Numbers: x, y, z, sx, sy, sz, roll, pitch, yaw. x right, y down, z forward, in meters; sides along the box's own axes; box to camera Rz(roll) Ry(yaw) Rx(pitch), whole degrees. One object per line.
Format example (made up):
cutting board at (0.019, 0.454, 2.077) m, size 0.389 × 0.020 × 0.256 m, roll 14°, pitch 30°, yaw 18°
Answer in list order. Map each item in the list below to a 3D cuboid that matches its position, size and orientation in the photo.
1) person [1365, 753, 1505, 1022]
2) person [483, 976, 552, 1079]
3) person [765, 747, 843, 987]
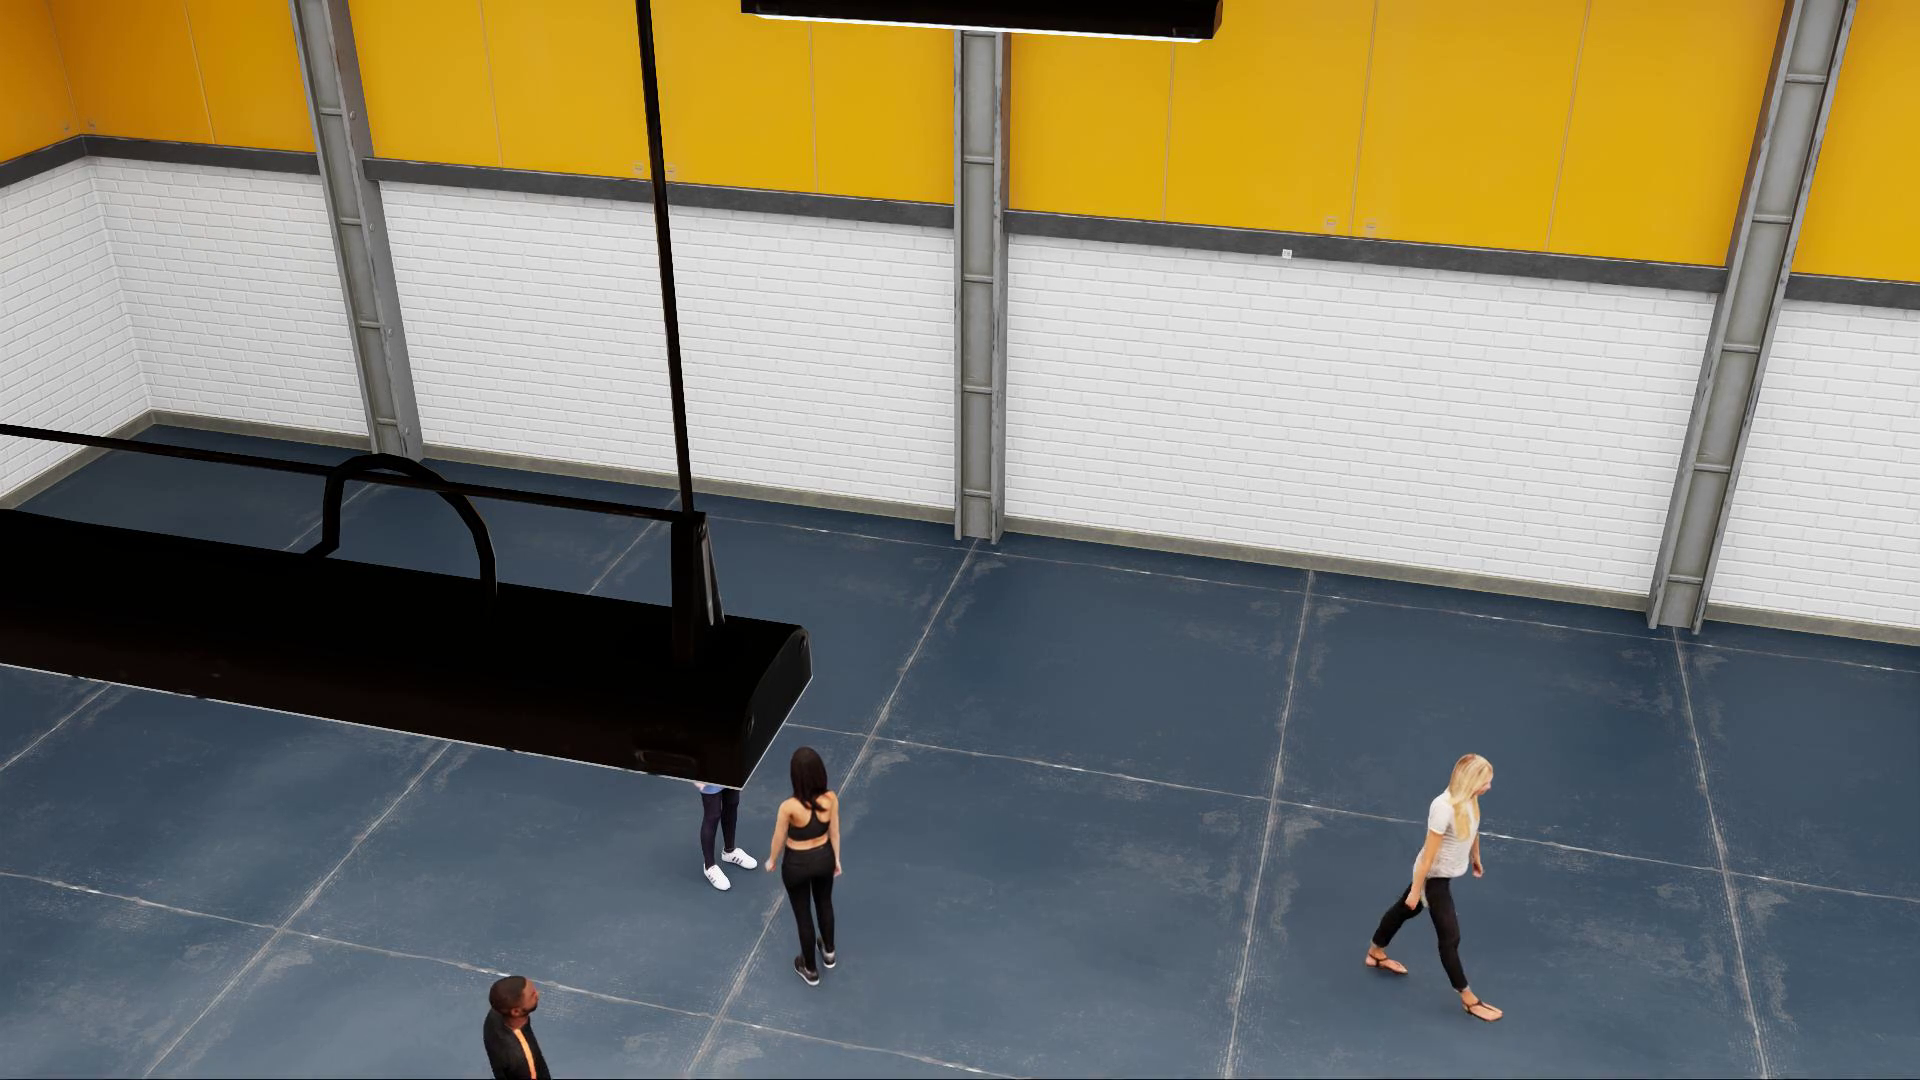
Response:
person at (2.709, 1.951, 9.774) m, size 1.196 × 1.779 × 0.917 m, roll 14°, pitch 32°, yaw 25°
person at (-2.187, 2.846, 8.117) m, size 0.911 × 1.794 × 0.856 m, roll -19°, pitch 34°, yaw -30°
person at (-0.898, 1.968, 9.893) m, size 0.689 × 1.636 × 0.750 m, roll -15°, pitch 32°, yaw -25°
